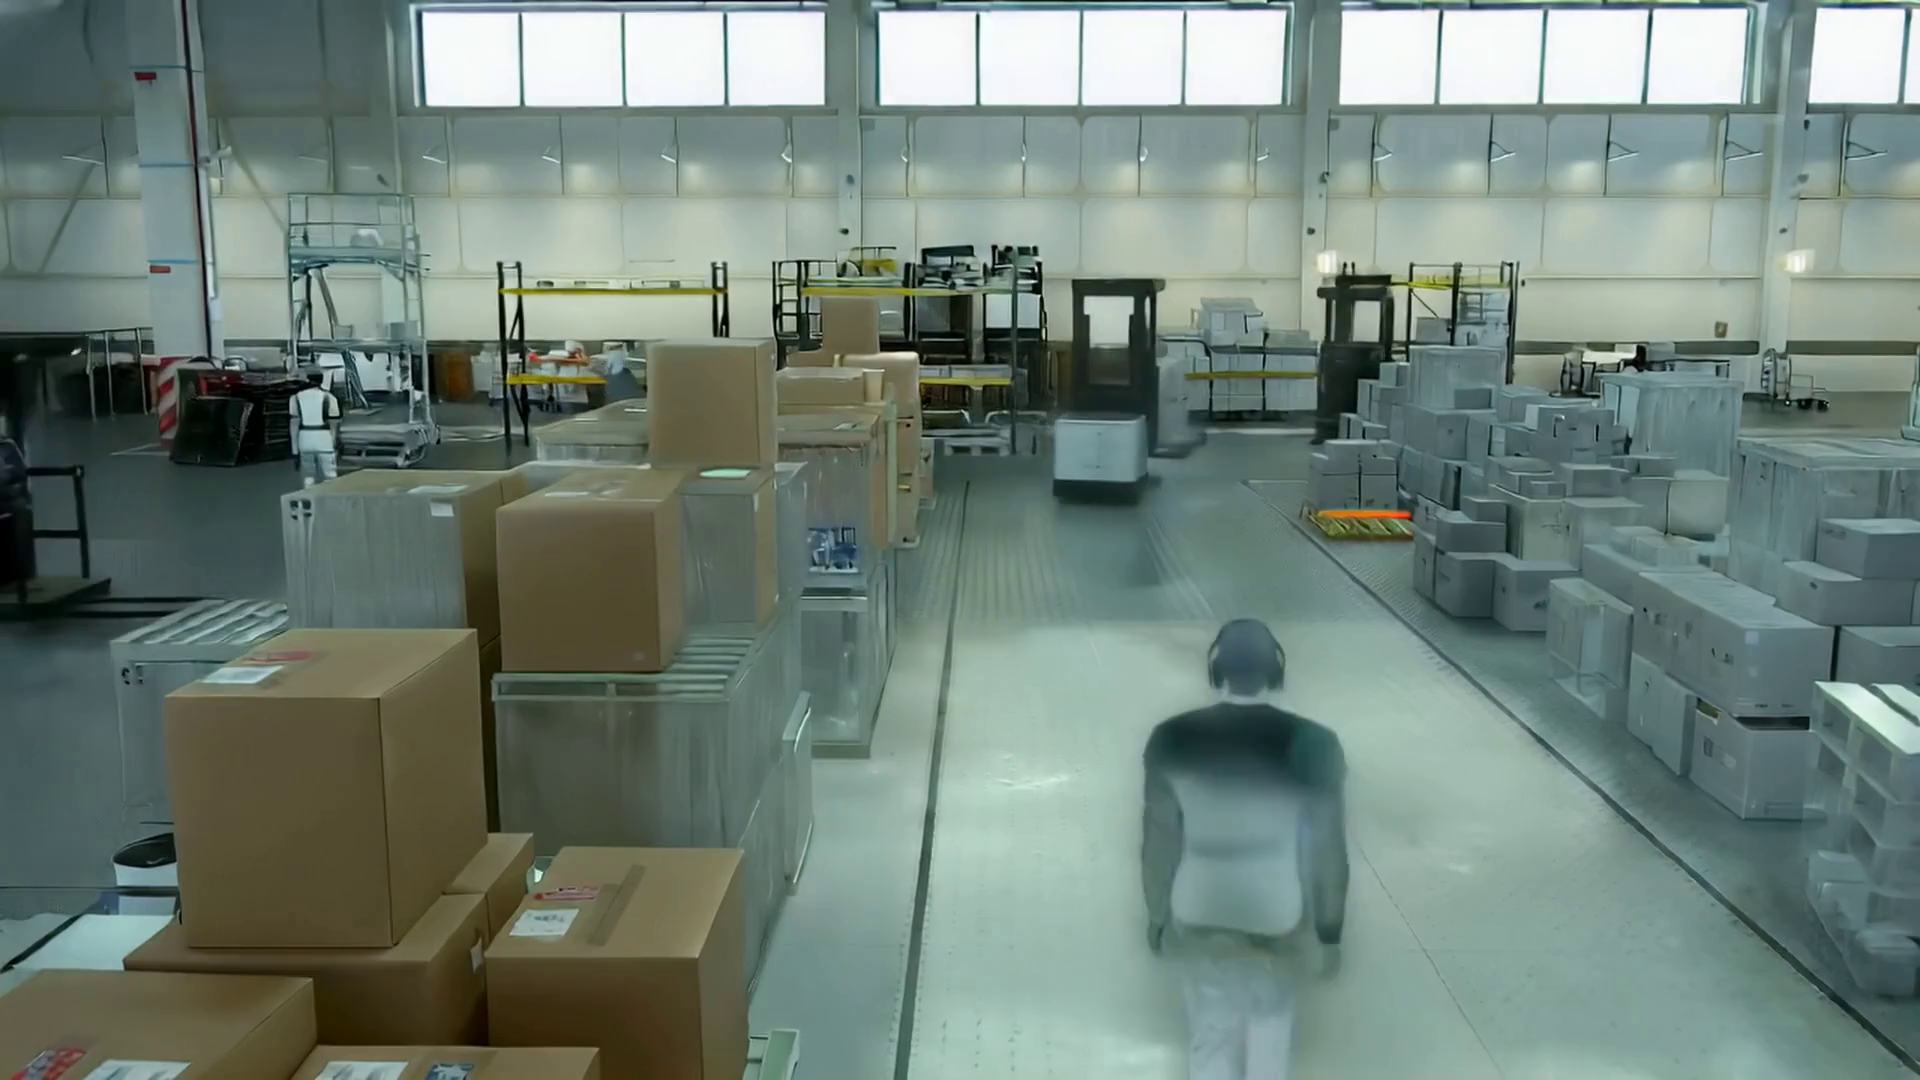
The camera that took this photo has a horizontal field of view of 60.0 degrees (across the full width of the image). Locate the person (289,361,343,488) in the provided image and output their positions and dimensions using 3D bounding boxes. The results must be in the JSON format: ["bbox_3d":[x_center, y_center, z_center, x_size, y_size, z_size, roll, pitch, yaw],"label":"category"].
[{"bbox_3d":[-7.222,-1.045,18.716,0.547,1.938,0.359,-1,10,-5],"label":"person"}]

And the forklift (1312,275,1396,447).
[{"bbox_3d":[6.644,-2.971,27.429,1.129,2.768,1.873,5,11,26],"label":"forklift"}]

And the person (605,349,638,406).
[{"bbox_3d":[-4.403,-1.547,21.788,0.734,1.917,0.640,-7,12,-35],"label":"person"}]

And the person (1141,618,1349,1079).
[{"bbox_3d":[0.884,1.210,5.251,0.653,1.920,0.507,2,10,12],"label":"person"}]

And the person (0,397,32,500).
[{"bbox_3d":[-9.176,-0.520,15.837,0.603,1.840,0.896,-6,11,-32],"label":"person"}]

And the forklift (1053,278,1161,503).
[{"bbox_3d":[1.919,-1.970,21.435,1.129,2.768,1.873,3,10,16],"label":"forklift"}]

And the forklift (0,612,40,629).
[{"bbox_3d":[-8.535,-0.723,13.968,1.873,2.768,1.129,0,9,1],"label":"forklift"}]
